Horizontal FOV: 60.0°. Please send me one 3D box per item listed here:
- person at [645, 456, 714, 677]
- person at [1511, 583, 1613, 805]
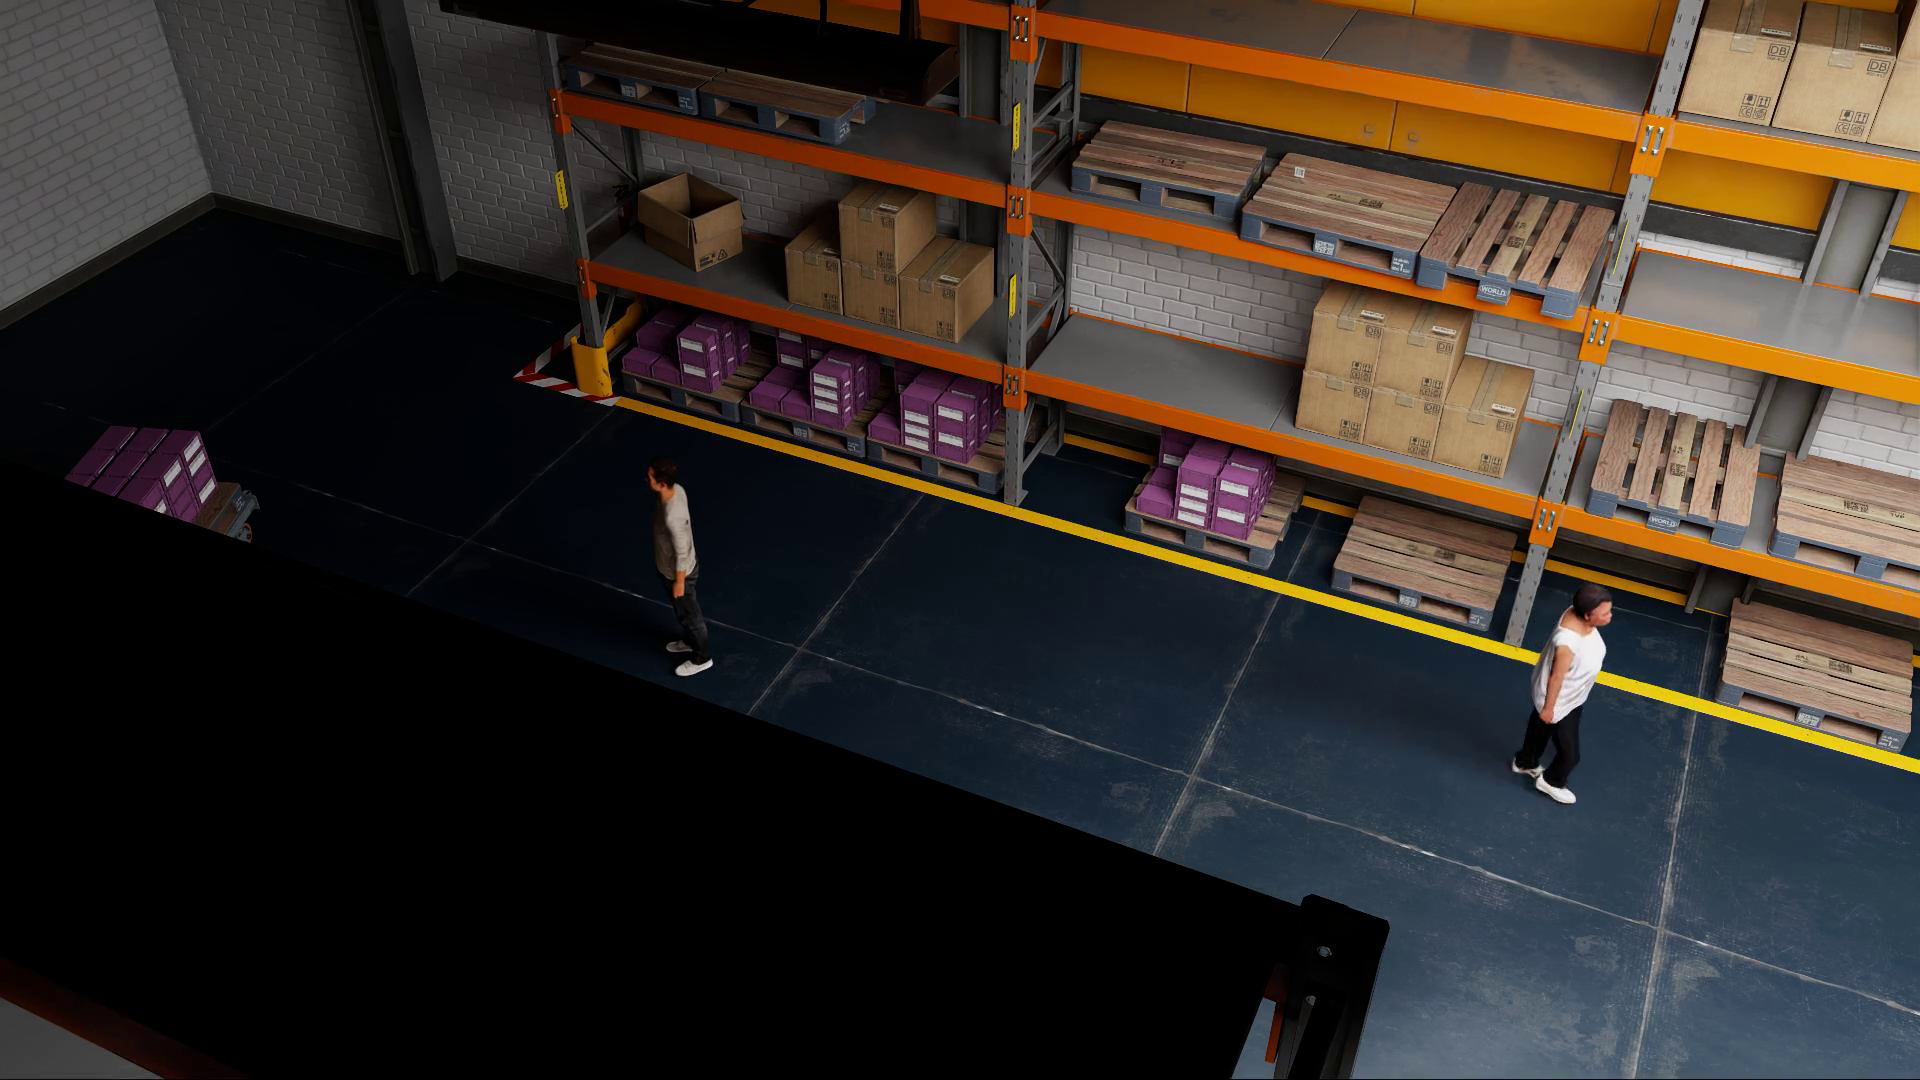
[{"bbox_3d":[-1.934,0.167,11.464,0.766,1.811,0.729,-10,40,-12],"label":"person"},{"bbox_3d":[3.783,0.933,10.612,0.684,1.677,0.652,16,41,19],"label":"person"}]
